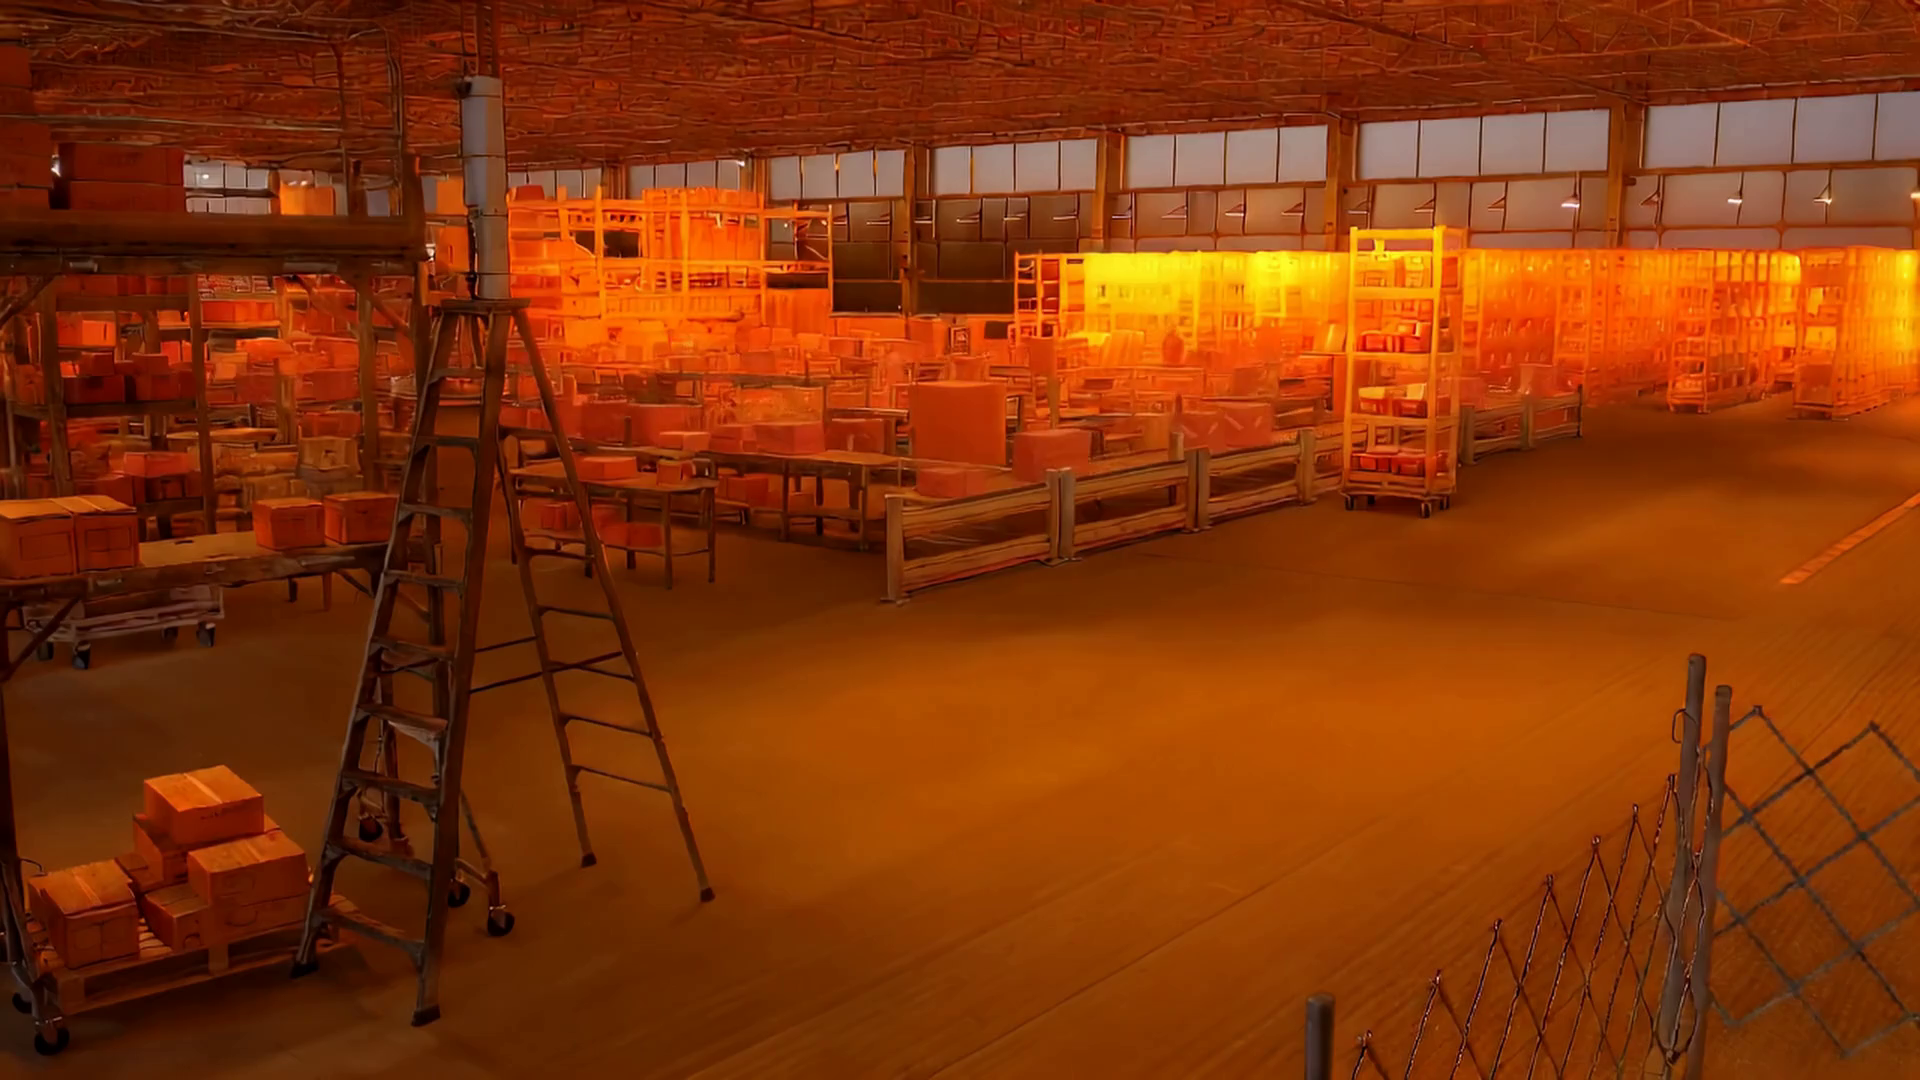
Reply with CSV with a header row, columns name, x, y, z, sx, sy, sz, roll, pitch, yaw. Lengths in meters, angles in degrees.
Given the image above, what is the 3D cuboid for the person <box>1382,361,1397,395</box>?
name,x,y,z,sx,sy,sz,roll,pitch,yaw
person,9.465,-3.636,36.296,0.527,1.738,0.771,-8,12,-42

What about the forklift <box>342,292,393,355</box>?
name,x,y,z,sx,sy,sz,roll,pitch,yaw
forklift,-16.485,-5.622,45.120,1.129,2.768,1.873,7,11,37

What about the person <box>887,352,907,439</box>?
name,x,y,z,sx,sy,sz,roll,pitch,yaw
person,-1.267,-2.625,30.341,0.569,1.612,0.526,-1,9,-8

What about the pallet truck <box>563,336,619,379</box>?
name,x,y,z,sx,sy,sz,roll,pitch,yaw
pallet truck,-10.690,-5.294,48.215,1.601,1.201,0.680,-5,10,-26

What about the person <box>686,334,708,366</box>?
name,x,y,z,sx,sy,sz,roll,pitch,yaw
person,-6.432,-4.397,40.810,0.467,1.816,0.597,4,10,25

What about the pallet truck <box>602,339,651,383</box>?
name,x,y,z,sx,sy,sz,roll,pitch,yaw
pallet truck,-8.991,-4.871,45.351,0.653,1.274,1.630,7,11,37

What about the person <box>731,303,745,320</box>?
name,x,y,z,sx,sy,sz,roll,pitch,yaw
person,-8.349,-7.983,62.769,0.615,1.940,0.399,-9,13,-44

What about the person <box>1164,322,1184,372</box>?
name,x,y,z,sx,sy,sz,roll,pitch,yaw
person,5.110,-4.266,39.735,0.468,1.887,0.664,7,12,38

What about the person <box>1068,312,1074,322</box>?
name,x,y,z,sx,sy,sz,roll,pitch,yaw
person,3.390,-6.594,53.936,1.032,1.989,0.634,3,10,21

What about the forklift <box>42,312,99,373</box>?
name,x,y,z,sx,sy,sz,roll,pitch,yaw
forklift,-23.779,-5.451,44.052,1.873,2.768,1.129,7,11,36
